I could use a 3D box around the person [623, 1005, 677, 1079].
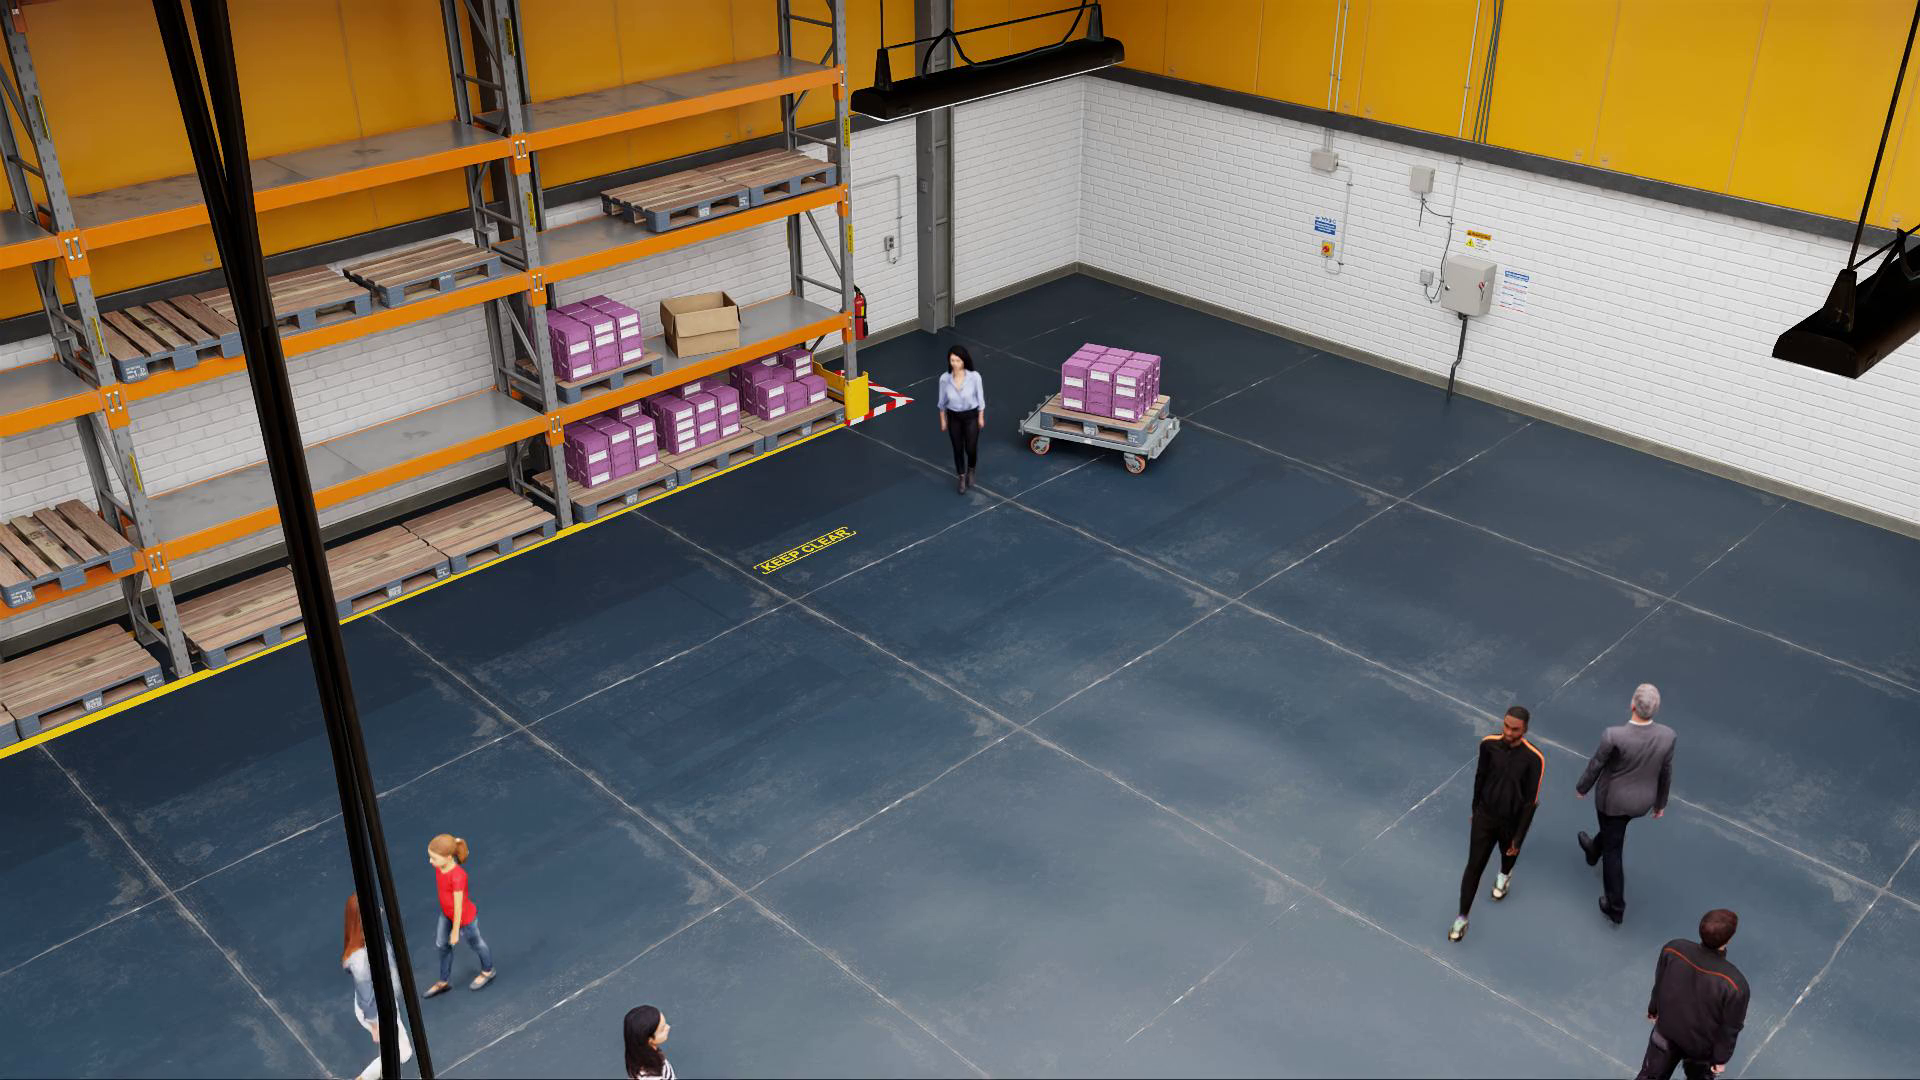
[{"bbox_3d":[-1.677,3.279,9.206,0.578,1.797,0.631,-14,31,-23],"label":"person"}]

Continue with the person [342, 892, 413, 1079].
[{"bbox_3d":[-3.629,2.846,10.111,0.889,1.691,0.811,-6,29,-12],"label":"person"}]

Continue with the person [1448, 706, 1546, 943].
[{"bbox_3d":[3.871,1.918,11.741,0.816,1.759,1.246,16,33,27],"label":"person"}]

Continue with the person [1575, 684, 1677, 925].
[{"bbox_3d":[4.722,1.884,11.773,1.243,1.789,1.262,-2,29,-4],"label":"person"}]

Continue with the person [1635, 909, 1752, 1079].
[{"bbox_3d":[4.233,2.950,9.798,1.151,1.809,0.793,-22,35,-34],"label":"person"}]

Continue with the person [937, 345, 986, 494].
[{"bbox_3d":[0.050,-1.304,17.687,0.794,1.722,0.833,5,29,8],"label":"person"}]

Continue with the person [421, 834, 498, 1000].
[{"bbox_3d":[-3.306,2.487,11.182,0.485,1.295,0.710,23,36,36],"label":"person"}]
